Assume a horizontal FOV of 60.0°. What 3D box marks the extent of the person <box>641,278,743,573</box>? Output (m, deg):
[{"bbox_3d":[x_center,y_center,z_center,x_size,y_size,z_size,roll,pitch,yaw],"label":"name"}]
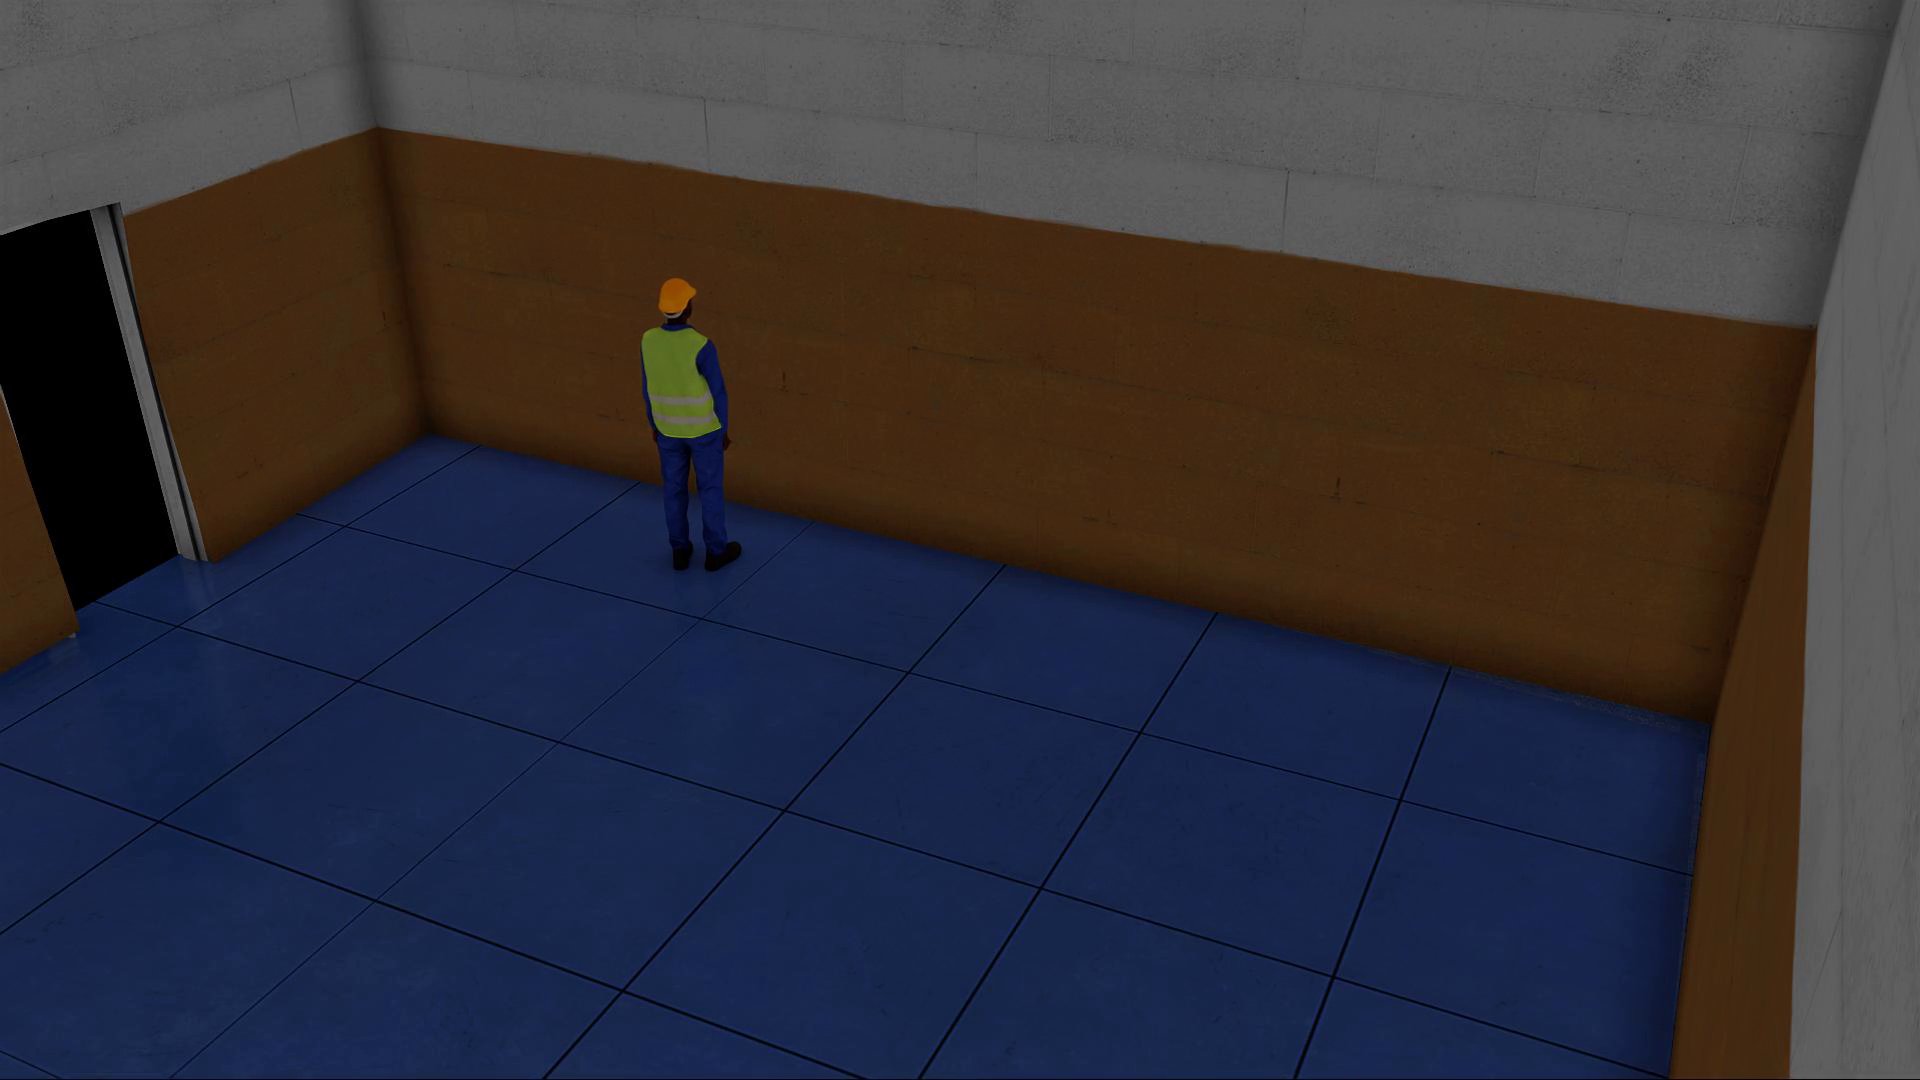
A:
[{"bbox_3d":[-1.593,-0.666,9.708,0.605,1.813,0.774,6,29,10],"label":"person"}]
